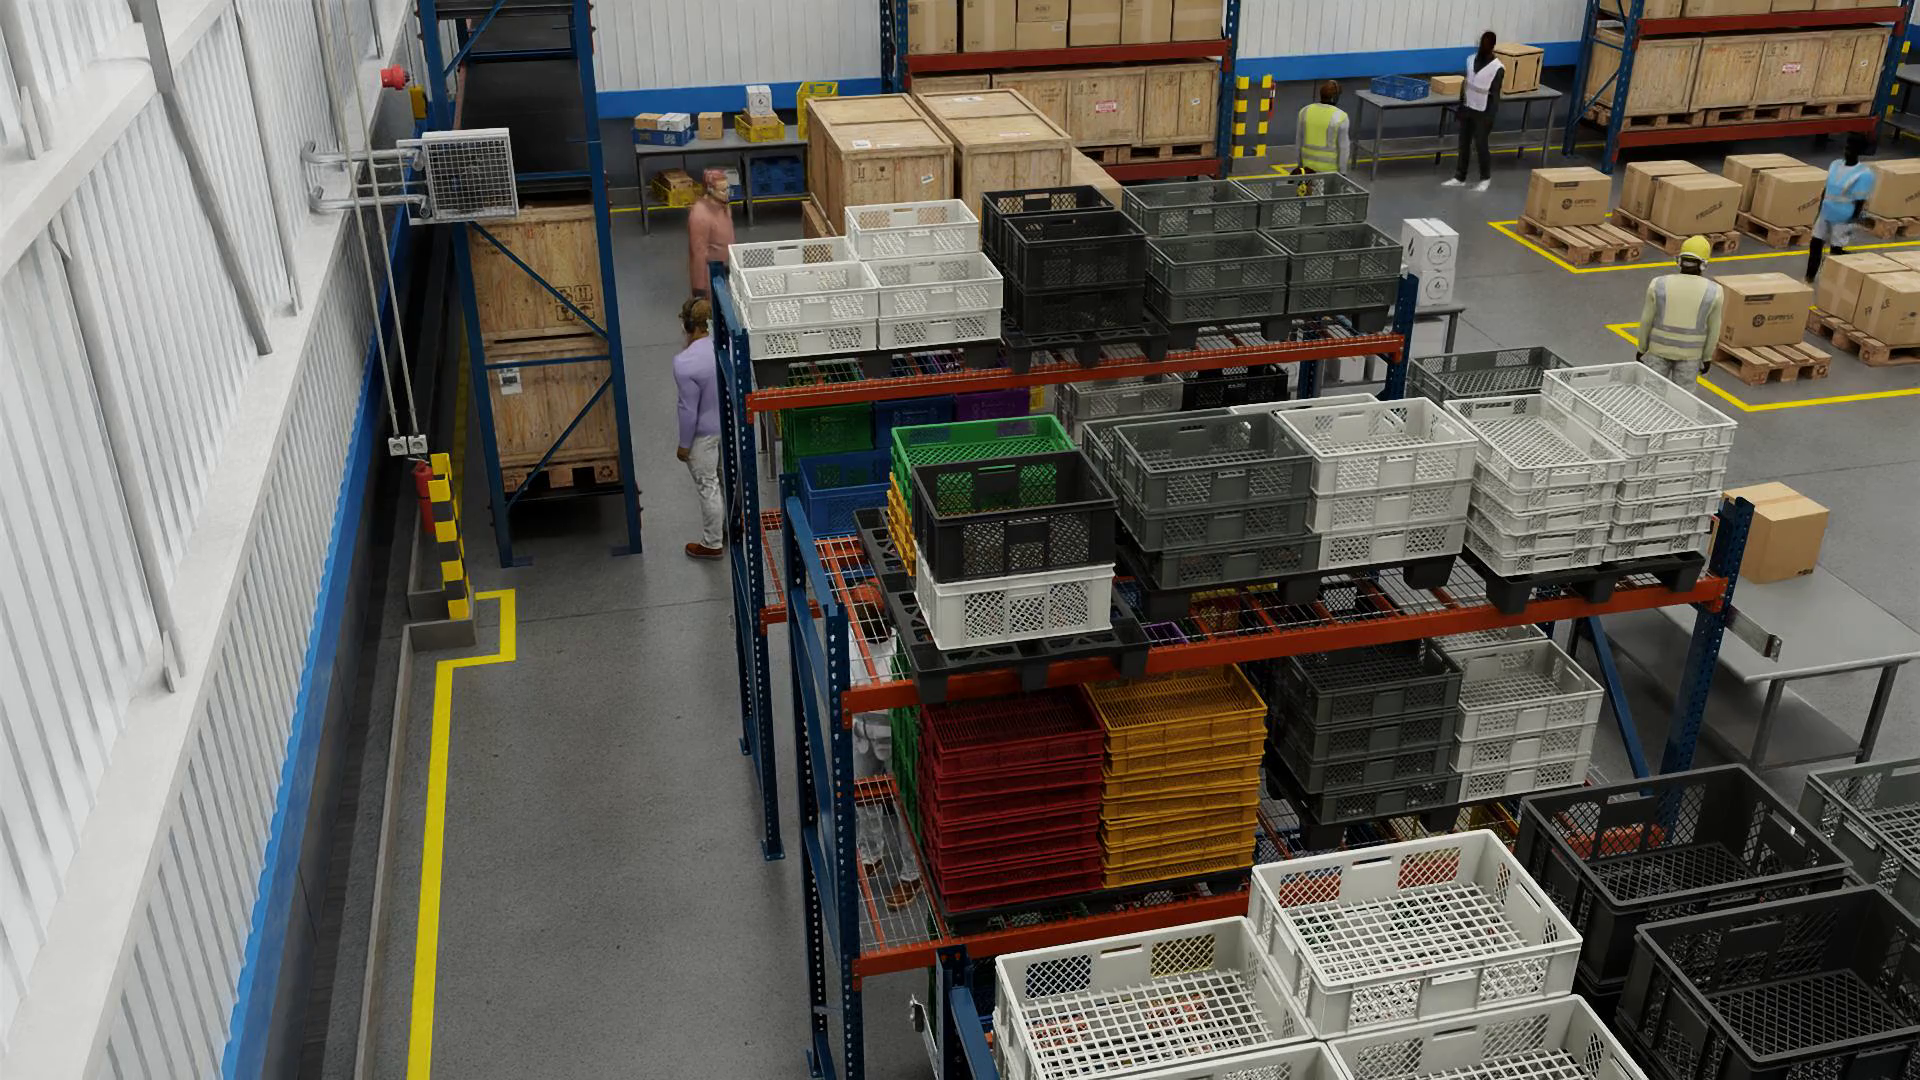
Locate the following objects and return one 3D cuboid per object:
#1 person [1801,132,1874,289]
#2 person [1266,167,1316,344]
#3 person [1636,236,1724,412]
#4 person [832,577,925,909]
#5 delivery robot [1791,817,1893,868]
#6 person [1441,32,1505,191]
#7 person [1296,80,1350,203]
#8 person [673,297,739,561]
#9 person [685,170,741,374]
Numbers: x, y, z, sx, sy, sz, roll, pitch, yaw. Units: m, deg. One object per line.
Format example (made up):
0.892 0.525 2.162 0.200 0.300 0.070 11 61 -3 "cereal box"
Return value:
8.861 -3.269 16.719 0.649 1.680 0.545 -7 28 -12 "person"
2.976 -2.420 14.907 0.314 1.869 0.536 -7 28 -12 "person"
5.704 -1.524 13.257 0.588 1.822 0.403 14 31 24 "person"
-0.393 1.013 8.390 0.581 1.879 0.343 15 31 26 "person"
4.523 1.697 8.398 0.477 0.478 0.707 -6 28 -12 "delivery robot"
6.291 -5.192 20.157 0.500 1.896 0.649 -14 31 -24 "person"
3.926 -4.048 18.023 0.627 1.843 0.429 24 36 38 "person"
-1.781 -0.788 11.736 0.368 1.939 0.633 14 31 25 "person"
-2.239 -2.404 14.900 0.686 1.867 0.664 4 28 7 "person"
